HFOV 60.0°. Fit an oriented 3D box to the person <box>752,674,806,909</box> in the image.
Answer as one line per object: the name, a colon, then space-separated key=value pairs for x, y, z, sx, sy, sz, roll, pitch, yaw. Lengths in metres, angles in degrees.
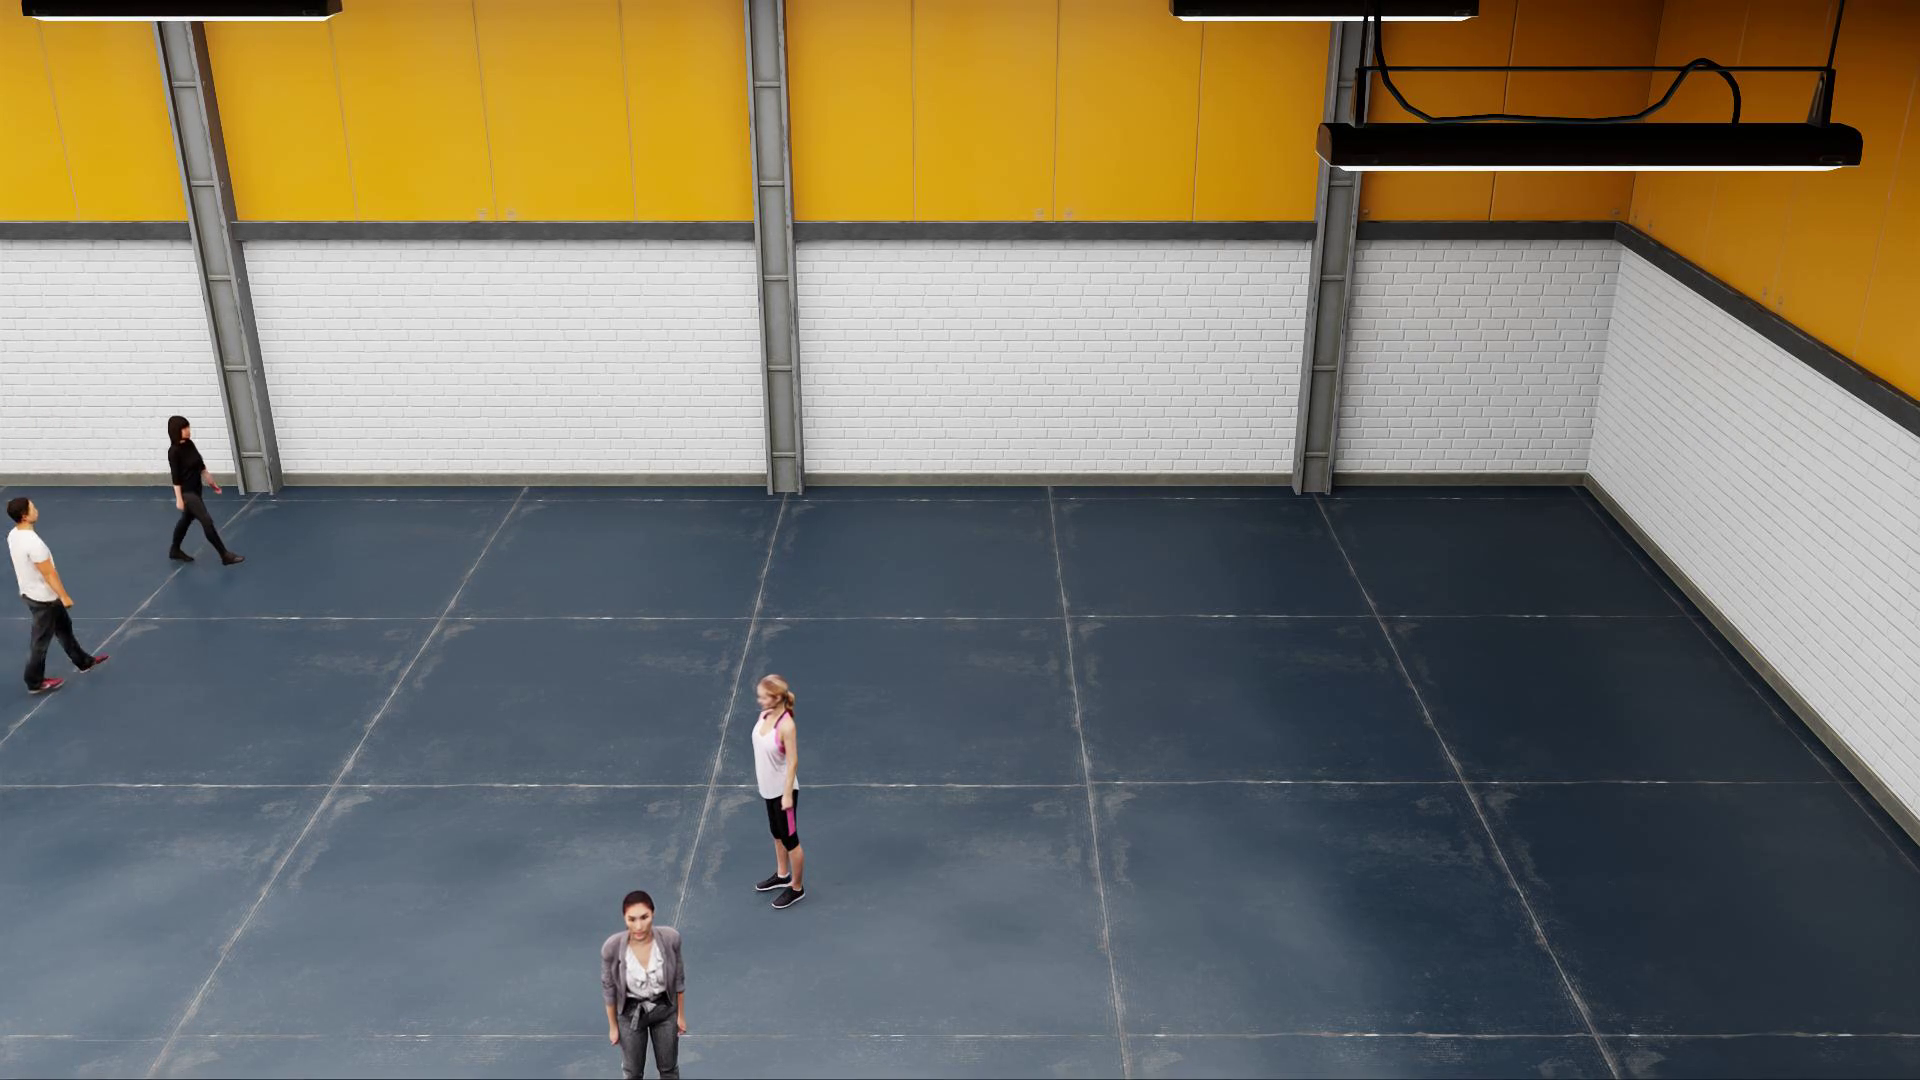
person: x=-1.243 y=1.713 z=11.541 sx=0.690 sy=1.788 sz=0.682 roll=-14 pitch=27 yaw=-28

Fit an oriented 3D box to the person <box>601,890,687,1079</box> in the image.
person: x=-1.772 y=2.699 z=9.422 sx=0.631 sy=1.679 sz=0.749 roll=-7 pitch=25 yaw=-16

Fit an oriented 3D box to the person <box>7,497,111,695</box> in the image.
person: x=-8.015 y=0.507 z=14.315 sx=1.017 sy=1.776 sz=1.072 roll=22 pitch=32 yaw=40

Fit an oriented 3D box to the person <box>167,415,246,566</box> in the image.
person: x=-7.847 y=-0.481 z=16.787 sx=1.048 sy=1.605 sz=0.589 roll=1 pitch=24 yaw=2
